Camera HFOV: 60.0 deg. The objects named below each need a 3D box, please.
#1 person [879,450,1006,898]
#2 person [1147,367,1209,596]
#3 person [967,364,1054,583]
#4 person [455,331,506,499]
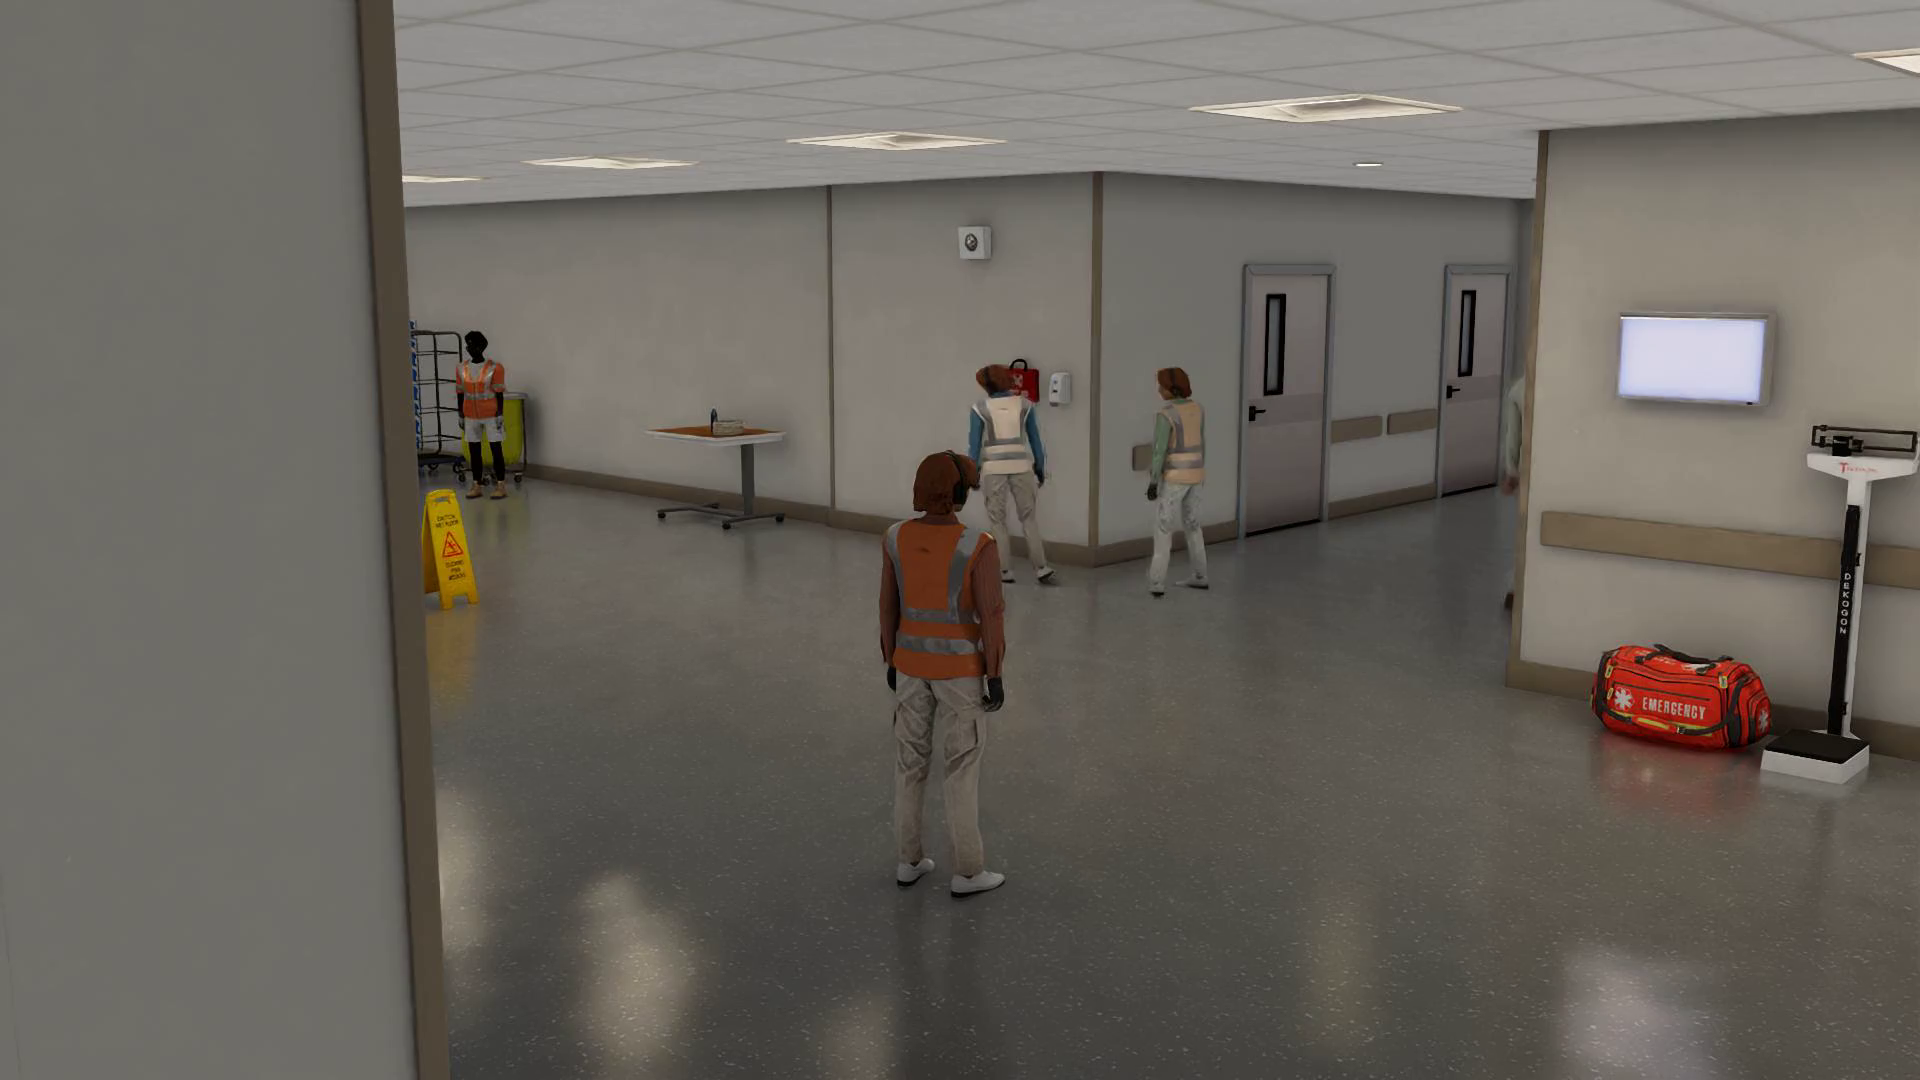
[{"bbox_3d":[-0.066,0.491,6.131,0.523,1.638,0.311,6,11,32],"label":"person"},{"bbox_3d":[1.552,-0.418,11.752,0.552,1.624,0.337,-9,13,-44],"label":"person"},{"bbox_3d":[0.354,-0.489,12.223,0.598,1.605,0.407,-3,10,-15],"label":"person"},{"bbox_3d":[-4.781,-1.244,16.618,0.530,1.688,0.324,1,9,8],"label":"person"}]
